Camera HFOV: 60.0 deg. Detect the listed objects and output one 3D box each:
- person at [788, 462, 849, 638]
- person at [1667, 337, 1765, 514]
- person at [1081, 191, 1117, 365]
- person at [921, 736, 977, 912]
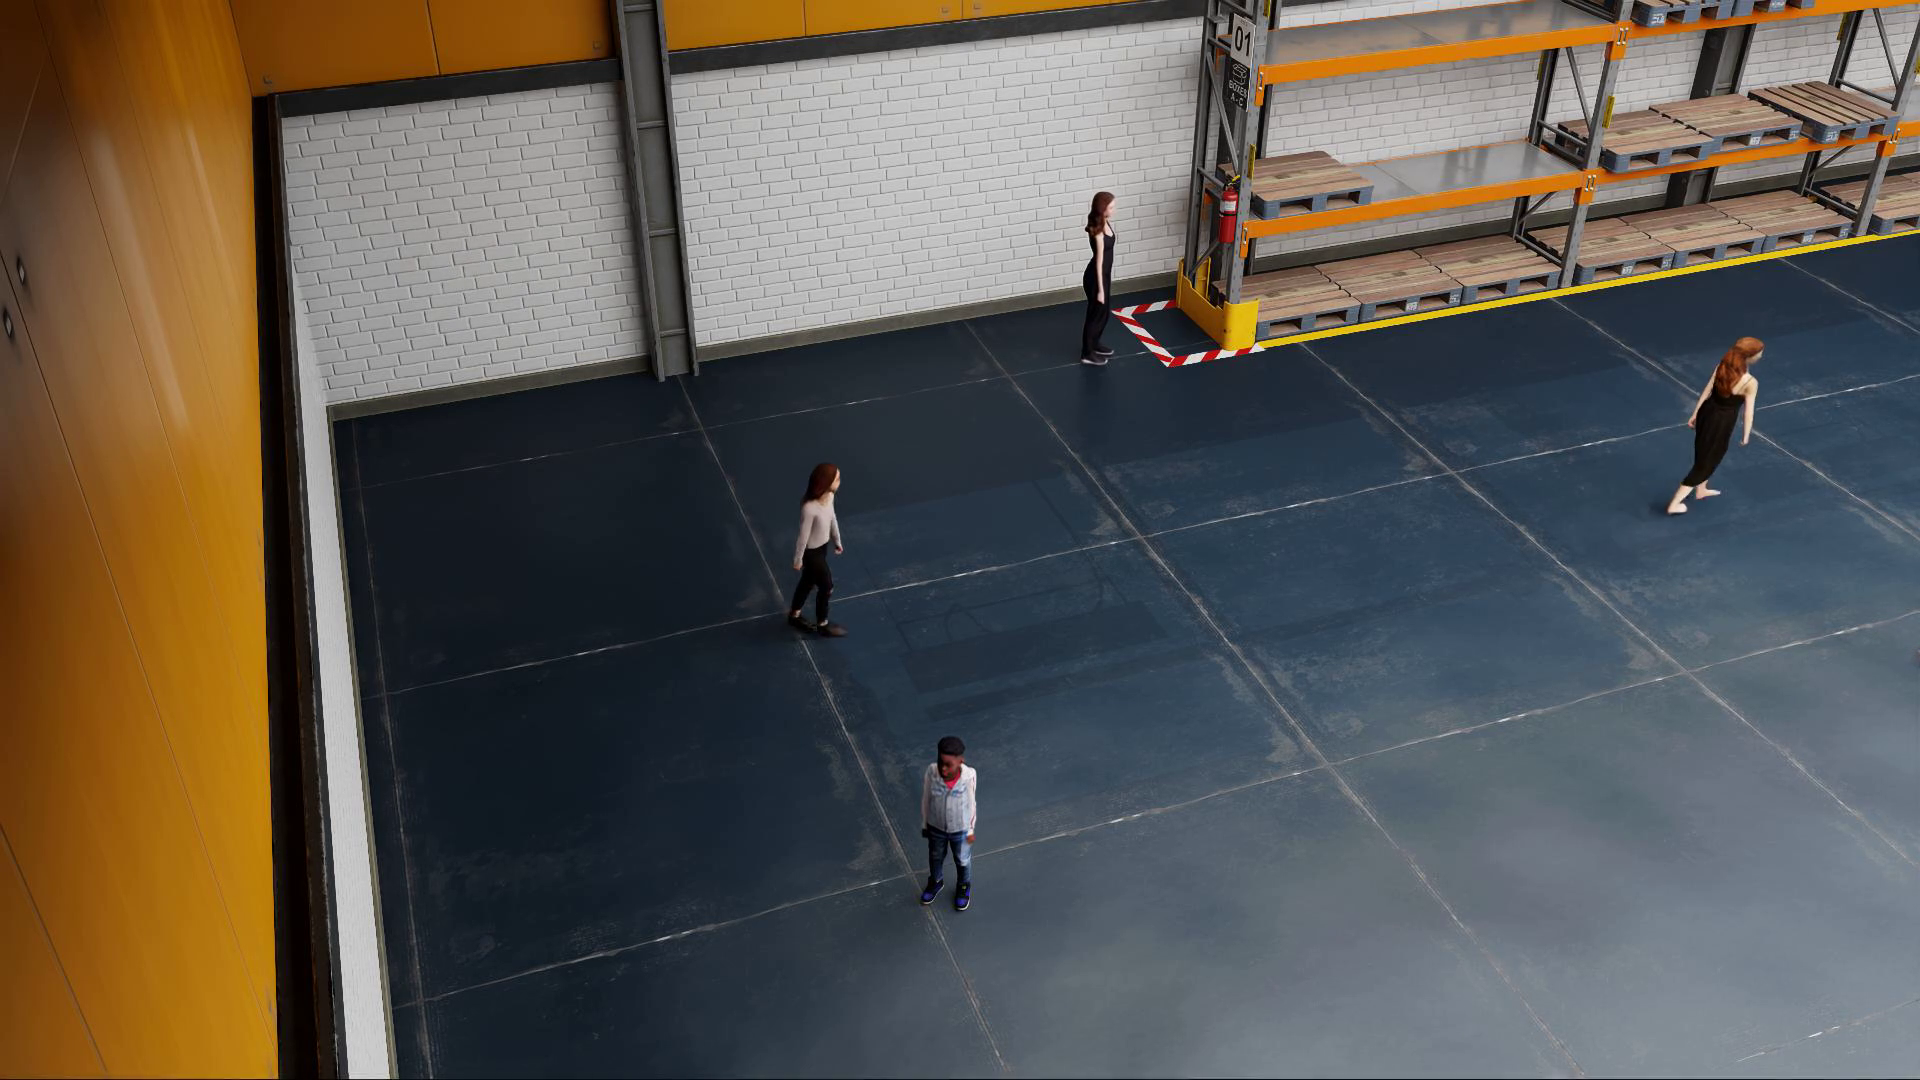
[{"bbox_3d":[-1.140,0.080,12.224,0.840,1.448,0.758,13,36,19],"label":"person"},{"bbox_3d":[6.106,-0.915,13.590,0.814,1.592,0.577,-17,37,-23],"label":"person"},{"bbox_3d":[1.302,-2.502,15.845,0.701,1.740,0.680,7,34,10],"label":"person"},{"bbox_3d":[-0.055,1.677,9.991,0.550,1.260,0.628,8,34,12],"label":"person"}]
